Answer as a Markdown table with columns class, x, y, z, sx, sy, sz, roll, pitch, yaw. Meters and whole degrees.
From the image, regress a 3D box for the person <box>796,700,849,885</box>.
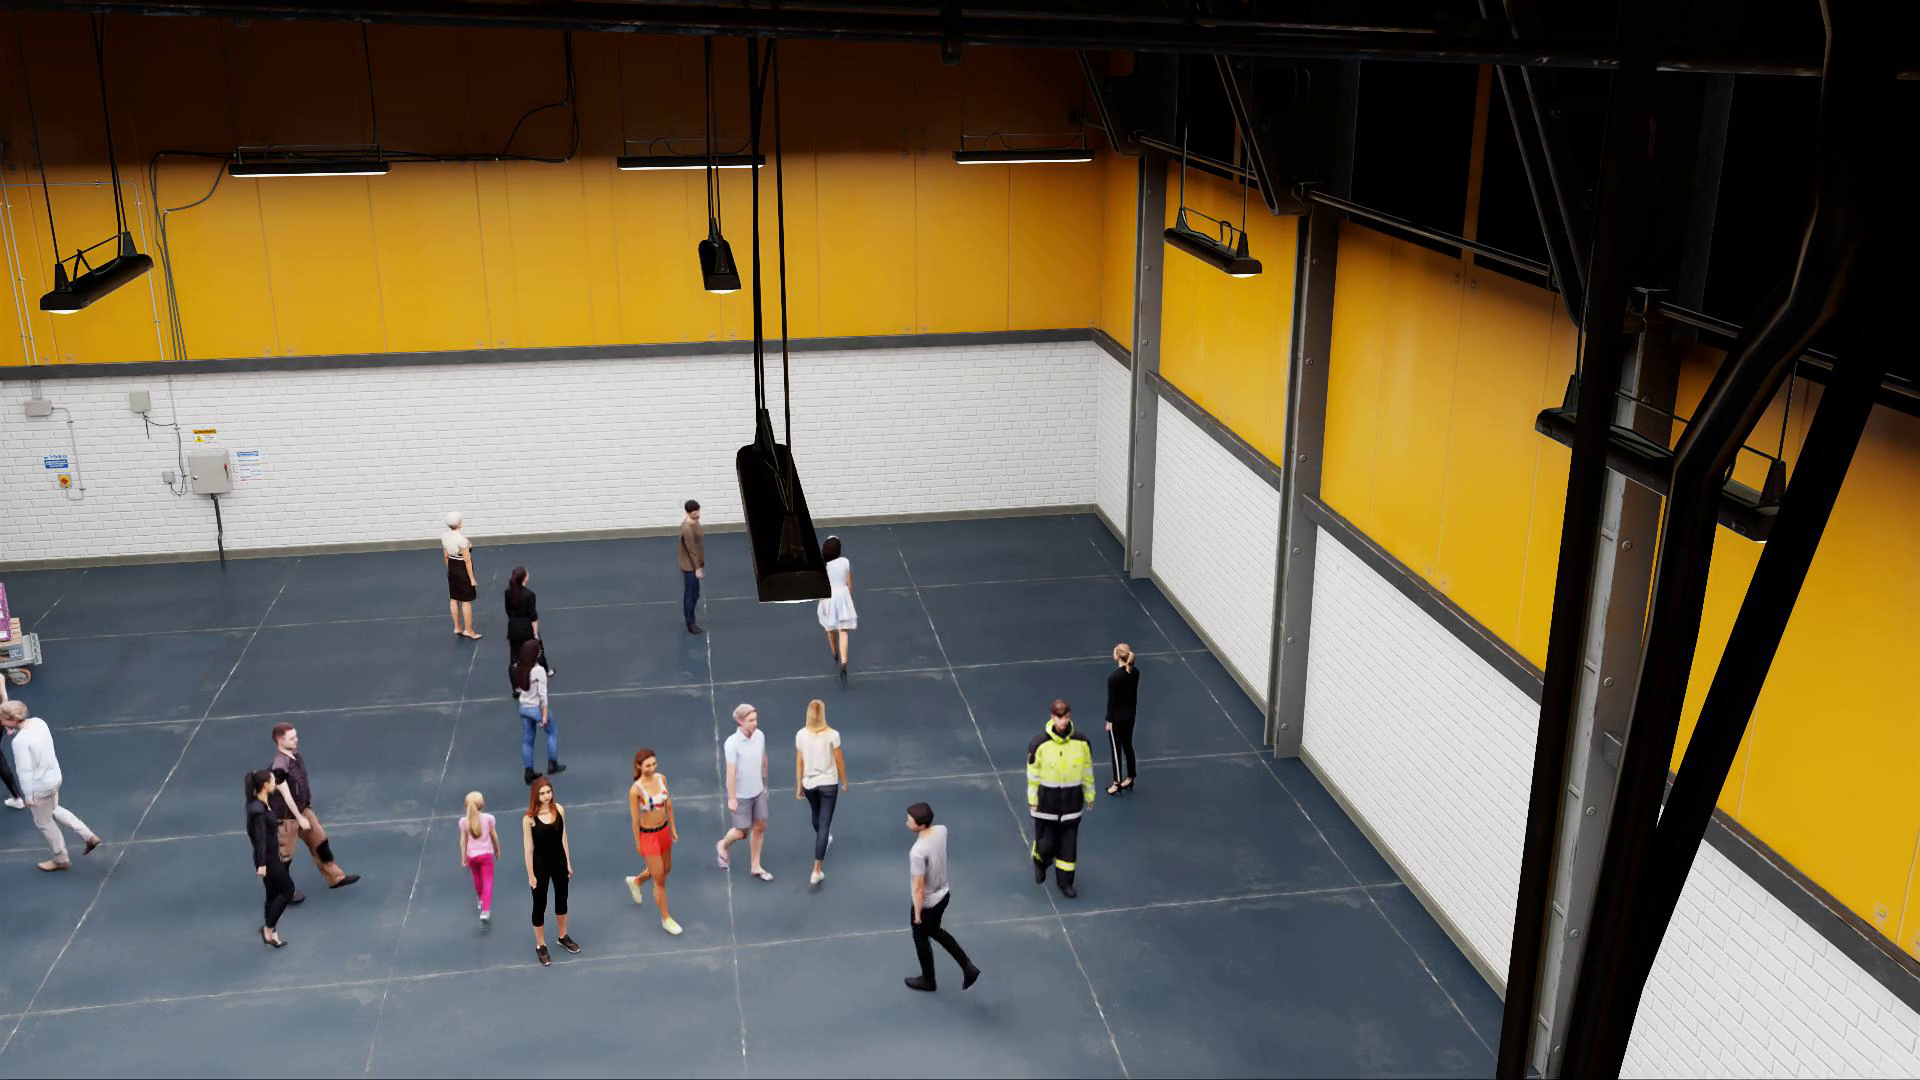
| class | x | y | z | sx | sy | sz | roll | pitch | yaw |
| --- | --- | --- | --- | --- | --- | --- | --- | --- | --- |
| person | -1.348 | 2.431 | 15.937 | 0.906 | 1.763 | 1.260 | 3 | 19 | 10 |

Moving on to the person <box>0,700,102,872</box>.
| class | x | y | z | sx | sy | sz | roll | pitch | yaw |
| --- | --- | --- | --- | --- | --- | --- | --- | --- | --- |
| person | -8.729 | 2.362 | 15.994 | 0.855 | 1.858 | 0.826 | 1 | 19 | 4 |

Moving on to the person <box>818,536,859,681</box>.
| class | x | y | z | sx | sy | sz | roll | pitch | yaw |
| --- | --- | --- | --- | --- | --- | --- | --- | --- | --- |
| person | -1.501 | 0.873 | 20.547 | 0.712 | 1.776 | 1.230 | -2 | 19 | -5 |

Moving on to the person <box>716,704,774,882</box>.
| class | x | y | z | sx | sy | sz | roll | pitch | yaw |
| --- | --- | --- | --- | --- | --- | --- | --- | --- | --- |
| person | -2.104 | 2.404 | 15.937 | 0.997 | 1.816 | 0.920 | 16 | 24 | 38 |

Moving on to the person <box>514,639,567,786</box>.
| class | x | y | z | sx | sy | sz | roll | pitch | yaw |
| --- | --- | --- | --- | --- | --- | --- | --- | --- | --- |
| person | -4.635 | 1.864 | 17.848 | 0.783 | 1.618 | 0.846 | 10 | 21 | 26 |

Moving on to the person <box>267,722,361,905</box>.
| class | x | y | z | sx | sy | sz | roll | pitch | yaw |
| --- | --- | --- | --- | --- | --- | --- | --- | --- | --- |
| person | -6.337 | 2.555 | 15.486 | 0.842 | 1.817 | 0.974 | 0 | 19 | 0 |

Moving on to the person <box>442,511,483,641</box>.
| class | x | y | z | sx | sy | sz | roll | pitch | yaw |
| --- | --- | --- | --- | --- | --- | --- | --- | --- | --- |
| person | -6.556 | 0.466 | 21.786 | 0.700 | 1.756 | 0.751 | 12 | 22 | 31 |

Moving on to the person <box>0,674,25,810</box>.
| class | x | y | z | sx | sy | sz | roll | pitch | yaw |
| --- | --- | --- | --- | --- | --- | --- | --- | --- | --- |
| person | -10.027 | 2.004 | 17.293 | 1.119 | 1.709 | 1.084 | 11 | 22 | 30 |

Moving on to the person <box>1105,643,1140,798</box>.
| class | x | y | z | sx | sy | sz | roll | pitch | yaw |
| --- | --- | --- | --- | --- | --- | --- | --- | --- | --- |
| person | 1.716 | 1.902 | 17.602 | 0.680 | 1.704 | 0.701 | -17 | 25 | -41 |

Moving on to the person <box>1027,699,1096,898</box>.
| class | x | y | z | sx | sy | sz | roll | pitch | yaw |
| --- | --- | --- | --- | --- | --- | --- | --- | --- | --- |
| person | 0.927 | 2.390 | 15.741 | 0.818 | 1.967 | 0.815 | -5 | 19 | -15 |

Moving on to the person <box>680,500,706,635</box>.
| class | x | y | z | sx | sy | sz | roll | pitch | yaw |
| --- | --- | --- | --- | --- | --- | --- | --- | --- | --- |
| person | -3.588 | 0.304 | 22.105 | 0.937 | 1.859 | 0.507 | -6 | 19 | -17 |

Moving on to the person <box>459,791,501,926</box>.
| class | x | y | z | sx | sy | sz | roll | pitch | yaw |
| --- | --- | --- | --- | --- | --- | --- | --- | --- | --- |
| person | -4.408 | 2.920 | 15.279 | 0.502 | 1.257 | 0.876 | -2 | 19 | -7 |

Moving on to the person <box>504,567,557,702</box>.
| class | x | y | z | sx | sy | sz | roll | pitch | yaw |
| --- | --- | --- | --- | --- | --- | --- | --- | --- | --- |
| person | -5.290 | 1.158 | 19.941 | 0.928 | 1.622 | 1.133 | 6 | 19 | 16 |

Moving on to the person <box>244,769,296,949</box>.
| class | x | y | z | sx | sy | sz | roll | pitch | yaw |
| --- | --- | --- | --- | --- | --- | --- | --- | --- | --- |
| person | -6.228 | 2.863 | 14.767 | 0.744 | 1.692 | 0.605 | -6 | 19 | -16 |

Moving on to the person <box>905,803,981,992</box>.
| class | x | y | z | sx | sy | sz | roll | pitch | yaw |
| --- | --- | --- | --- | --- | --- | --- | --- | --- | --- |
| person | -0.175 | 3.053 | 13.978 | 1.085 | 1.836 | 1.038 | 12 | 22 | 32 |

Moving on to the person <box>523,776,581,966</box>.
| class | x | y | z | sx | sy | sz | roll | pitch | yaw |
| --- | --- | --- | --- | --- | --- | --- | --- | --- | --- |
| person | -3.632 | 2.876 | 14.674 | 0.641 | 1.726 | 0.661 | -16 | 24 | -39 |

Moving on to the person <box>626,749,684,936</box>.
| class | x | y | z | sx | sy | sz | roll | pitch | yaw |
| --- | --- | --- | --- | --- | --- | --- | --- | --- | --- |
| person | -2.830 | 2.690 | 15.154 | 1.066 | 1.774 | 0.981 | 15 | 23 | 37 |
